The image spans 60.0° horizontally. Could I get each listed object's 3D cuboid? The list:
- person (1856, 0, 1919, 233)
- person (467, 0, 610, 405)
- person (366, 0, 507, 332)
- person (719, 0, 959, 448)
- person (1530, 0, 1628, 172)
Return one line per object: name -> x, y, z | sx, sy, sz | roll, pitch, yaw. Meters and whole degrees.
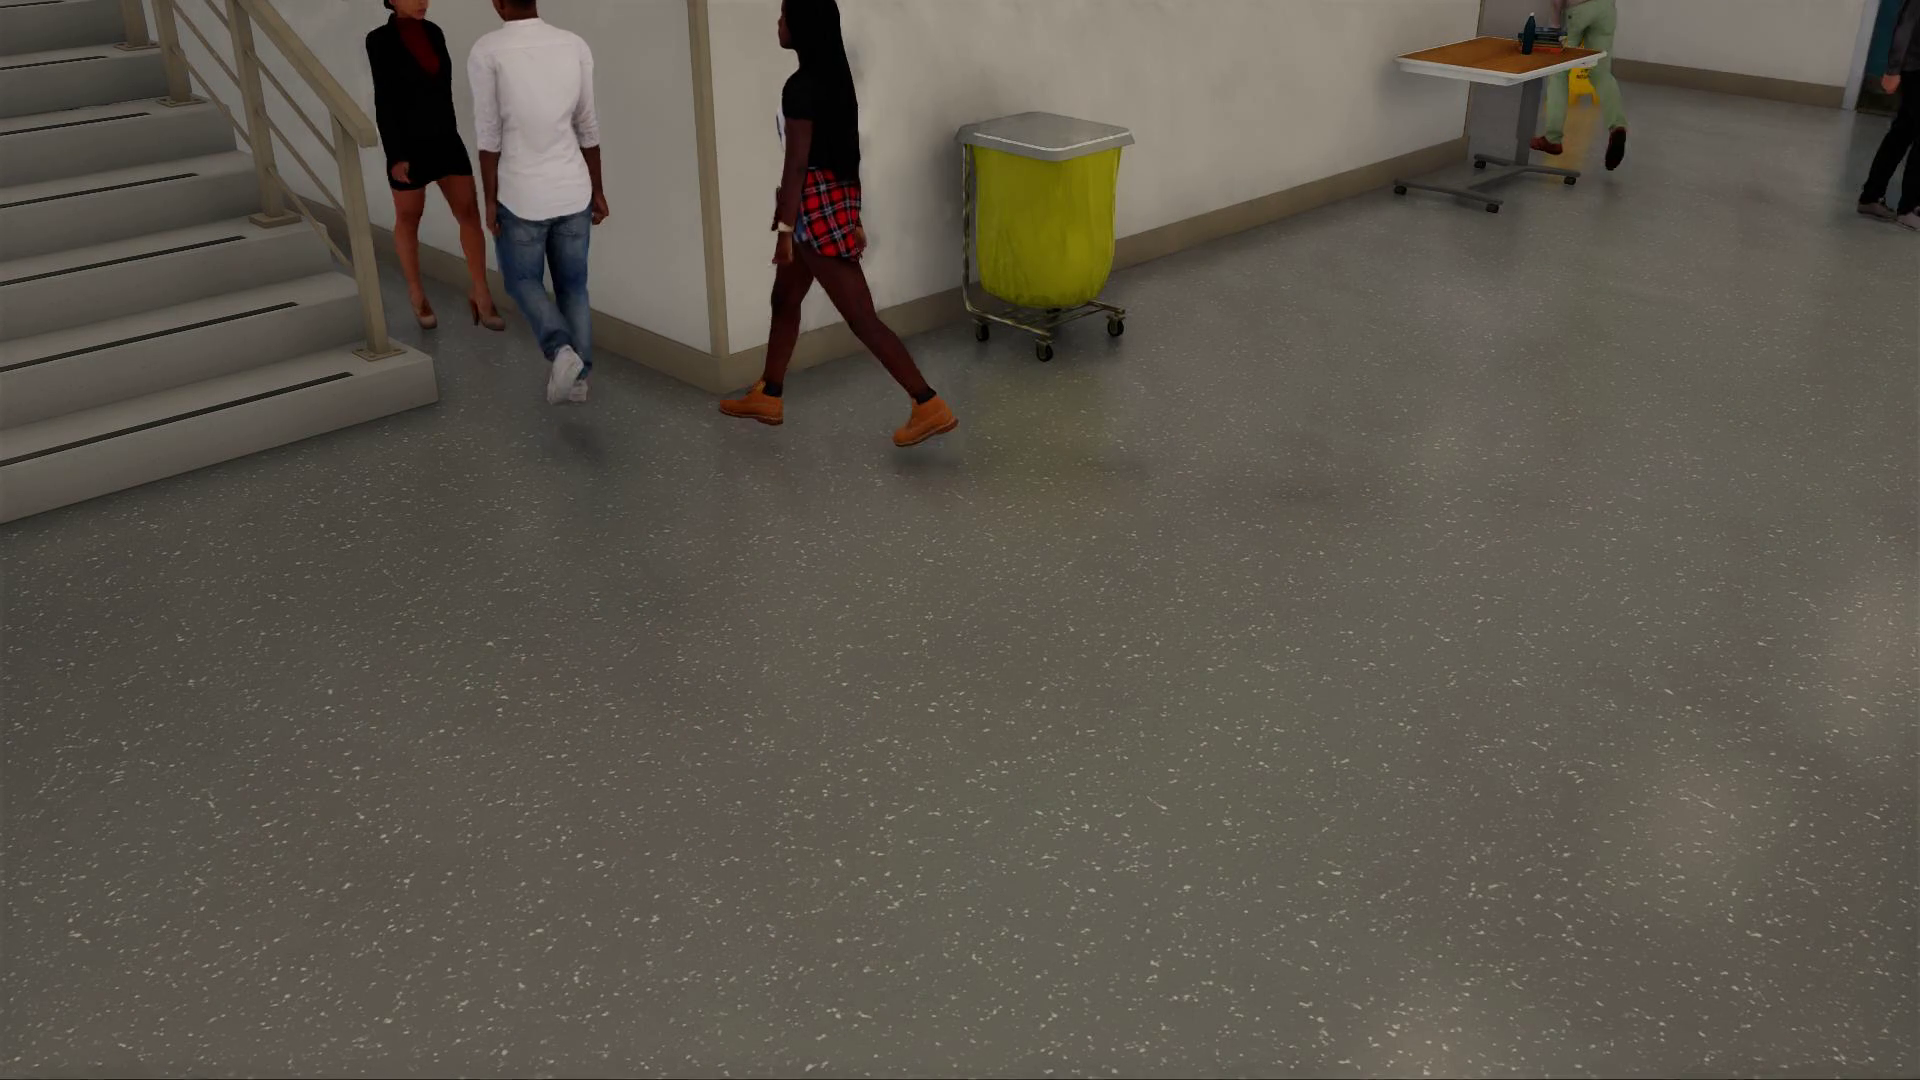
person -> 5.237, -2.613, 9.148 | 0.715, 1.744, 0.844 | -17, 31, -31
person -> -1.612, -1.344, 6.464 | 0.780, 1.789, 0.938 | -12, 28, -24
person -> -2.455, -1.720, 7.440 | 0.737, 1.620, 0.573 | 23, 34, 39
person -> -0.409, -1.113, 6.117 | 1.301, 1.675, 1.047 | 6, 26, 13
person -> 3.928, -3.221, 10.326 | 1.112, 1.816, 1.282 | -4, 26, -8
